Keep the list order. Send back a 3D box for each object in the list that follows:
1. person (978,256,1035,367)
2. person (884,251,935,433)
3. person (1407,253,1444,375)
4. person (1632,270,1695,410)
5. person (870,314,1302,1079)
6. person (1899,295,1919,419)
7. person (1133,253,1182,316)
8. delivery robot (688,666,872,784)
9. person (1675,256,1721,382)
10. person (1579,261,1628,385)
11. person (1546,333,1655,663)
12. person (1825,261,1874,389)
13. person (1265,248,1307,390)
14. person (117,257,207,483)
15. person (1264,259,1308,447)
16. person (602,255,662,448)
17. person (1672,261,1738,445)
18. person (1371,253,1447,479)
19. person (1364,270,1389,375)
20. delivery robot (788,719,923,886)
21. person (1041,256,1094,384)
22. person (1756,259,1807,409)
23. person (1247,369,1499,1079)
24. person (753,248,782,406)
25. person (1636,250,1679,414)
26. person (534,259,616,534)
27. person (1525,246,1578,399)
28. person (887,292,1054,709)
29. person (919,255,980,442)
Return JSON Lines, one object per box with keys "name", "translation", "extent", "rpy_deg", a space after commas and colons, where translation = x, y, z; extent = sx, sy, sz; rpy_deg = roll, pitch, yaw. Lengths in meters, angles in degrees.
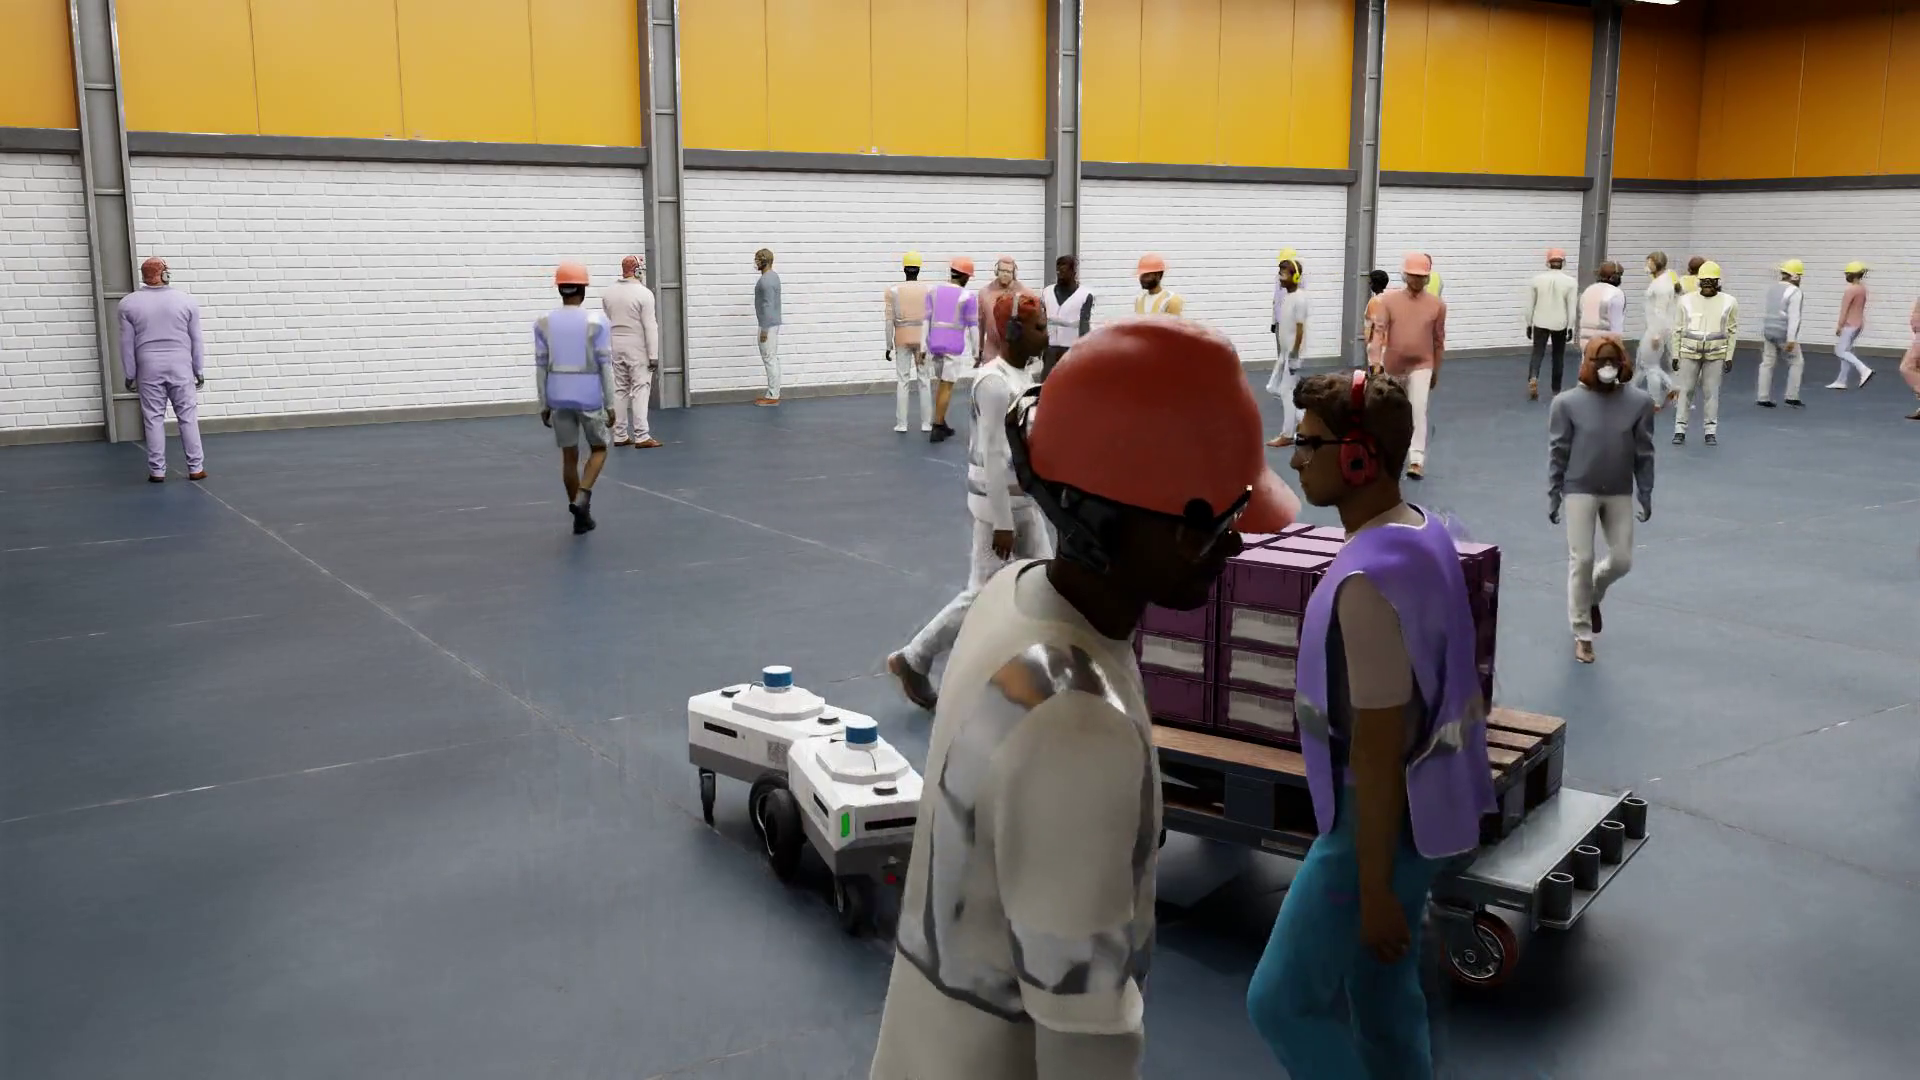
{"name": "person", "translation": [0.483, -2.030, 17.456], "extent": [0.667, 1.883, 0.548], "rpy_deg": [3, 11, 15]}
{"name": "person", "translation": [-0.508, -2.097, 17.678], "extent": [0.593, 1.926, 0.366], "rpy_deg": [-1, 10, -8]}
{"name": "person", "translation": [6.649, -3.202, 23.972], "extent": [0.634, 1.841, 0.429], "rpy_deg": [-6, 12, -30]}
{"name": "person", "translation": [8.555, -2.445, 20.269], "extent": [0.484, 1.680, 0.895], "rpy_deg": [-3, 11, -16]}
{"name": "person", "translation": [0.111, 0.716, 2.092], "extent": [0.802, 1.985, 0.611], "rpy_deg": [0, 10, 3]}
{"name": "person", "translation": [10.942, -2.289, 18.831], "extent": [0.441, 1.887, 0.668], "rpy_deg": [9, 13, 40]}
{"name": "person", "translation": [1.750, -1.620, 15.085], "extent": [0.435, 1.923, 0.544], "rpy_deg": [-8, 13, -38]}
{"name": "delivery robot", "translation": [-0.644, 0.690, 5.906], "extent": [0.707, 0.478, 0.477], "rpy_deg": [9, 14, 41]}
{"name": "person", "translation": [10.105, -2.996, 22.902], "extent": [0.632, 1.822, 0.775], "rpy_deg": [5, 12, 27]}
{"name": "person", "translation": [6.761, -2.006, 17.471], "extent": [0.474, 1.822, 0.656], "rpy_deg": [-4, 11, -20]}
{"name": "person", "translation": [3.154, -0.224, 8.254], "extent": [0.512, 1.614, 0.503], "rpy_deg": [1, 10, 6]}
{"name": "person", "translation": [12.110, -2.899, 22.534], "extent": [0.539, 1.750, 0.578], "rpy_deg": [-9, 14, -40]}
{"name": "person", "translation": [4.430, -2.988, 22.565], "extent": [0.366, 1.926, 0.594], "rpy_deg": [-6, 12, -30]}
{"name": "person", "translation": [-6.758, -1.437, 14.130], "extent": [0.641, 1.904, 0.401], "rpy_deg": [-4, 11, -23]}
{"name": "person", "translation": [3.262, -1.836, 16.437], "extent": [0.438, 1.856, 0.559], "rpy_deg": [-1, 10, -7]}
{"name": "person", "translation": [-3.216, -1.854, 16.434], "extent": [0.648, 1.903, 0.399], "rpy_deg": [6, 12, 31]}
{"name": "person", "translation": [7.443, -1.864, 16.664], "extent": [0.590, 1.833, 0.404], "rpy_deg": [4, 11, 22]}
{"name": "person", "translation": [3.920, -1.526, 14.556], "extent": [0.609, 1.940, 1.058], "rpy_deg": [3, 11, 15]}
{"name": "person", "translation": [4.885, -2.308, 19.460], "extent": [0.316, 1.698, 0.541], "rpy_deg": [7, 12, 32]}
{"name": "delivery robot", "translation": [-0.308, 0.809, 5.255], "extent": [0.477, 0.478, 0.707], "rpy_deg": [-4, 11, -19]}
{"name": "person", "translation": [1.012, -1.930, 16.889], "extent": [0.611, 1.875, 0.915], "rpy_deg": [7, 12, 33]}
{"name": "person", "translation": [10.003, -2.478, 20.107], "extent": [0.693, 1.803, 0.601], "rpy_deg": [-3, 11, -15]}
{"name": "person", "translation": [0.822, 0.577, 3.309], "extent": [0.451, 1.827, 0.566], "rpy_deg": [5, 12, 26]}
{"name": "person", "translation": [-2.375, -2.616, 20.492], "extent": [0.359, 1.938, 0.635], "rpy_deg": [0, 10, 0]}
{"name": "person", "translation": [8.167, -2.418, 19.445], "extent": [0.498, 1.922, 0.647], "rpy_deg": [4, 11, 20]}
{"name": "person", "translation": [-2.669, -0.975, 11.535], "extent": [0.563, 1.924, 0.493], "rpy_deg": [0, 10, 3]}
{"name": "person", "translation": [7.561, -2.774, 21.305], "extent": [0.626, 1.966, 0.910], "rpy_deg": [5, 12, 26]}
{"name": "person", "translation": [0.140, -0.134, 7.138], "extent": [0.873, 1.855, 0.584], "rpy_deg": [4, 11, 22]}
{"name": "person", "translation": [-0.100, -1.947, 16.952], "extent": [0.568, 1.884, 0.664], "rpy_deg": [6, 12, 29]}
